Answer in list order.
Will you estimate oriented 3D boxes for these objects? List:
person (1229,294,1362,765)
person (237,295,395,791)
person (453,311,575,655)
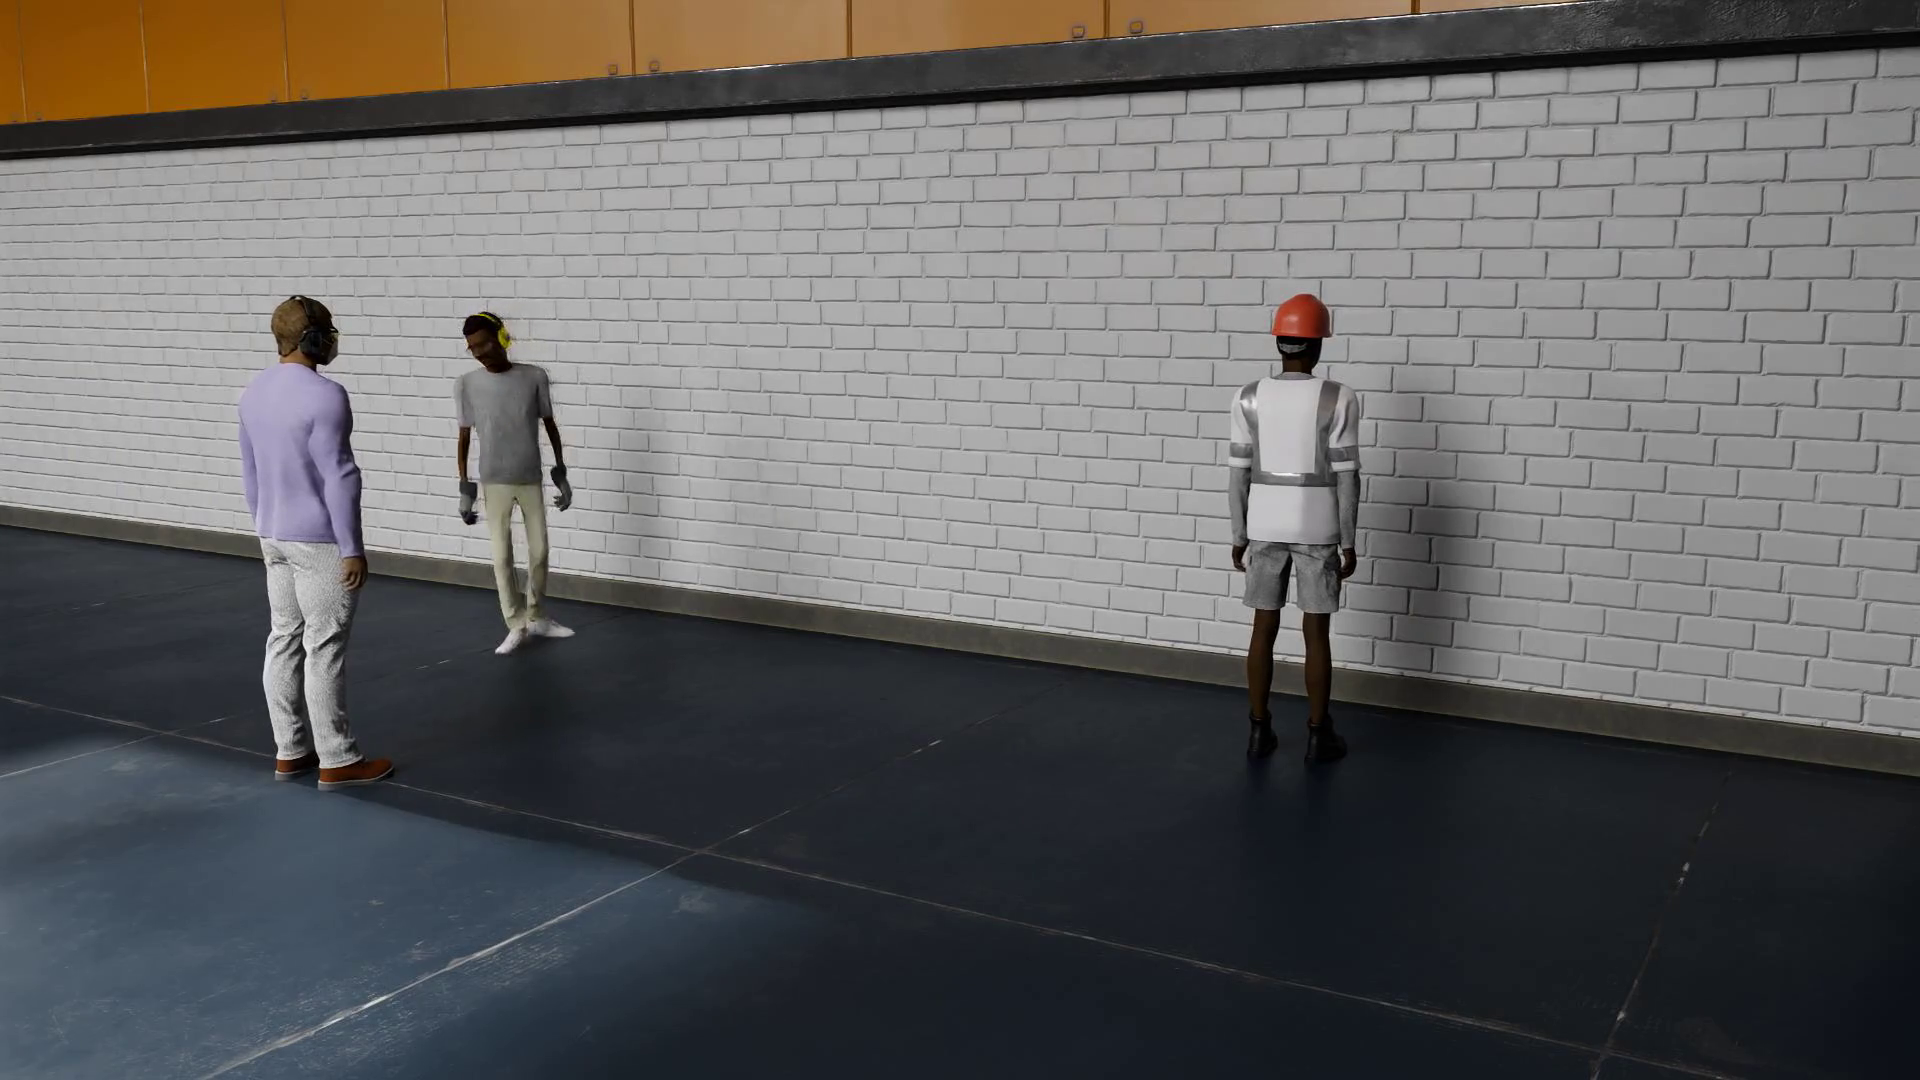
[{"bbox_3d":[1.387,-0.041,6.896,0.543,1.939,0.370,5,10,27],"label":"person"},{"bbox_3d":[-2.564,0.013,6.558,0.628,1.940,0.377,7,11,36],"label":"person"},{"bbox_3d":[-2.393,-0.310,8.939,0.607,1.829,0.583,-3,10,-20],"label":"person"}]
